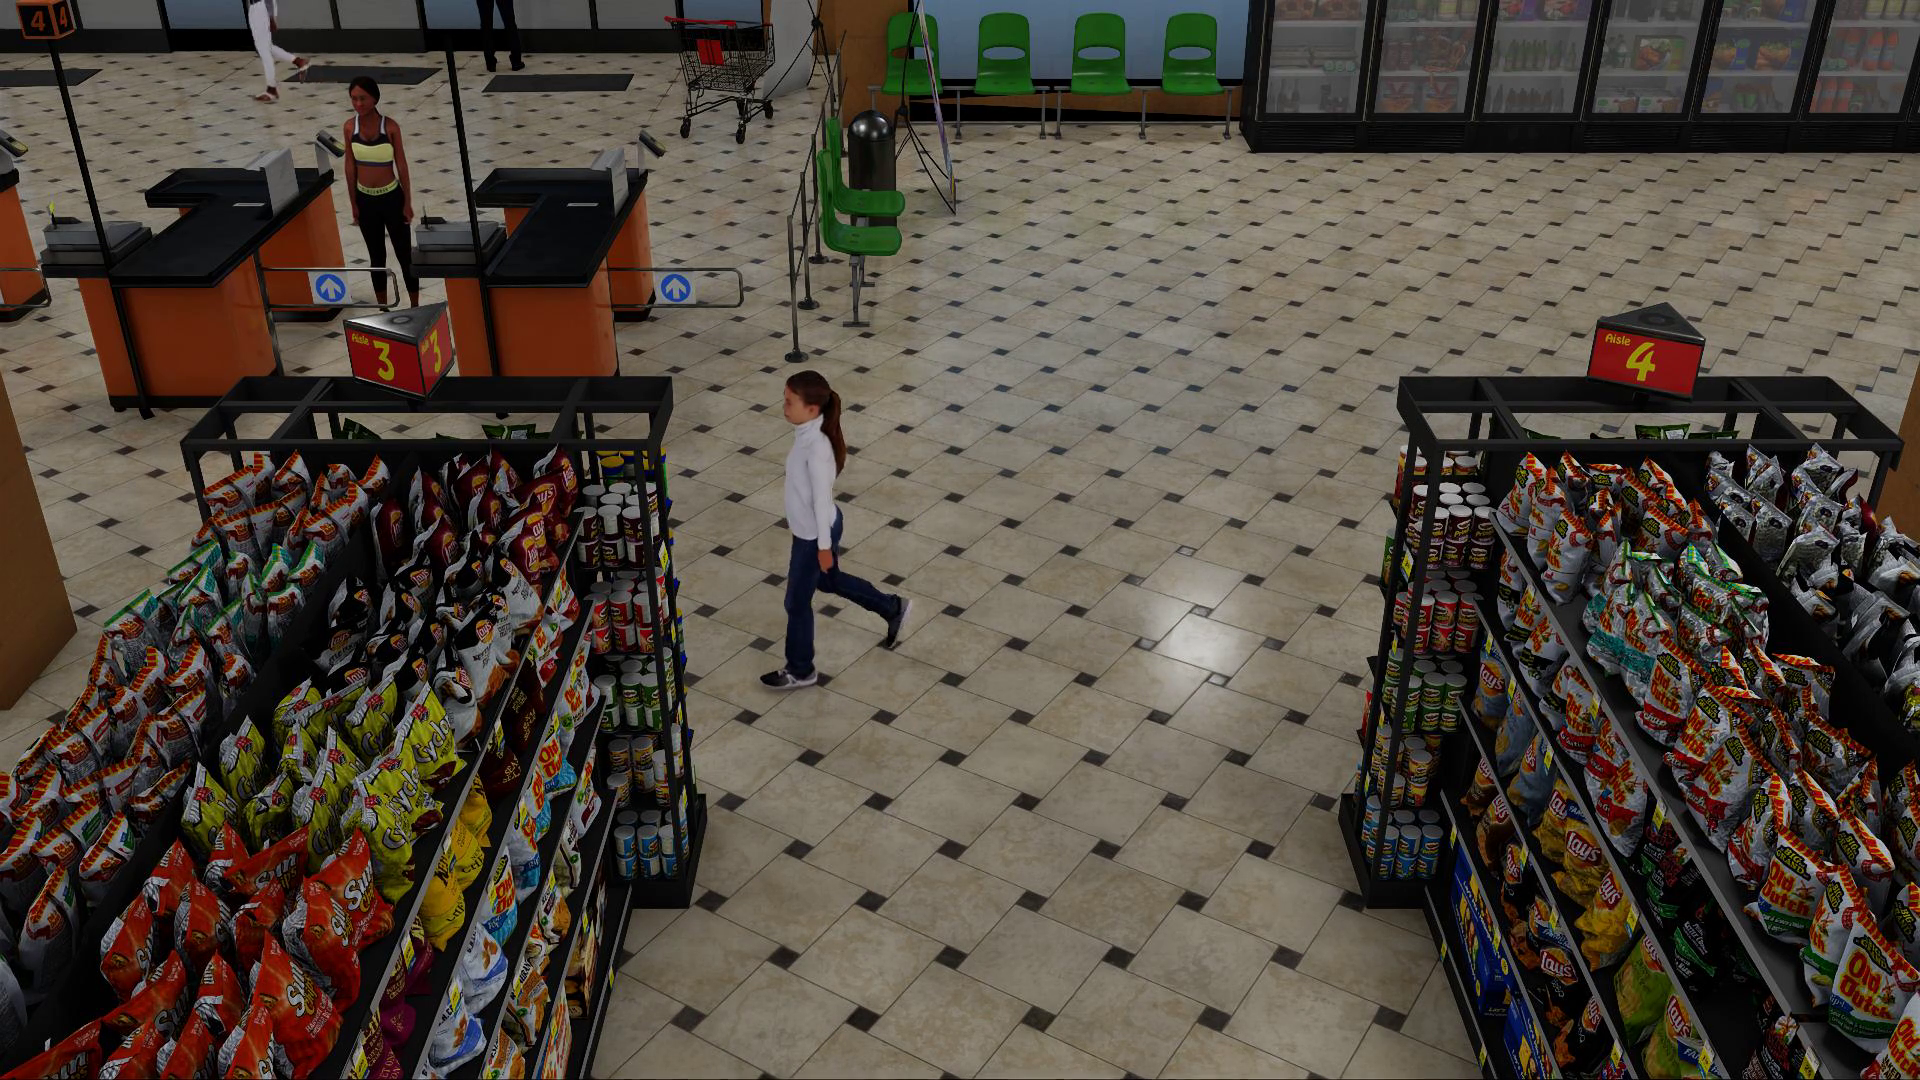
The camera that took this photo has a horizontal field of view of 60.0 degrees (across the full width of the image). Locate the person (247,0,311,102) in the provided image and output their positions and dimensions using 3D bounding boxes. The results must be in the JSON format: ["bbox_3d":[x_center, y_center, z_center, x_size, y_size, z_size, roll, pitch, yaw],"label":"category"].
[{"bbox_3d":[-7.158,-5.451,17.250,1.017,1.707,0.967,-25,37,-38],"label":"person"}]

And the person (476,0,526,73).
[{"bbox_3d":[-5.160,-6.127,18.351,0.772,1.840,0.663,-6,29,-10],"label":"person"}]

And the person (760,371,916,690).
[{"bbox_3d":[-0.566,-0.046,7.529,0.755,1.537,0.979,-7,29,-13],"label":"person"}]

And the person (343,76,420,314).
[{"bbox_3d":[-3.977,-2.312,11.452,0.574,1.754,0.525,-2,29,-4],"label":"person"}]
